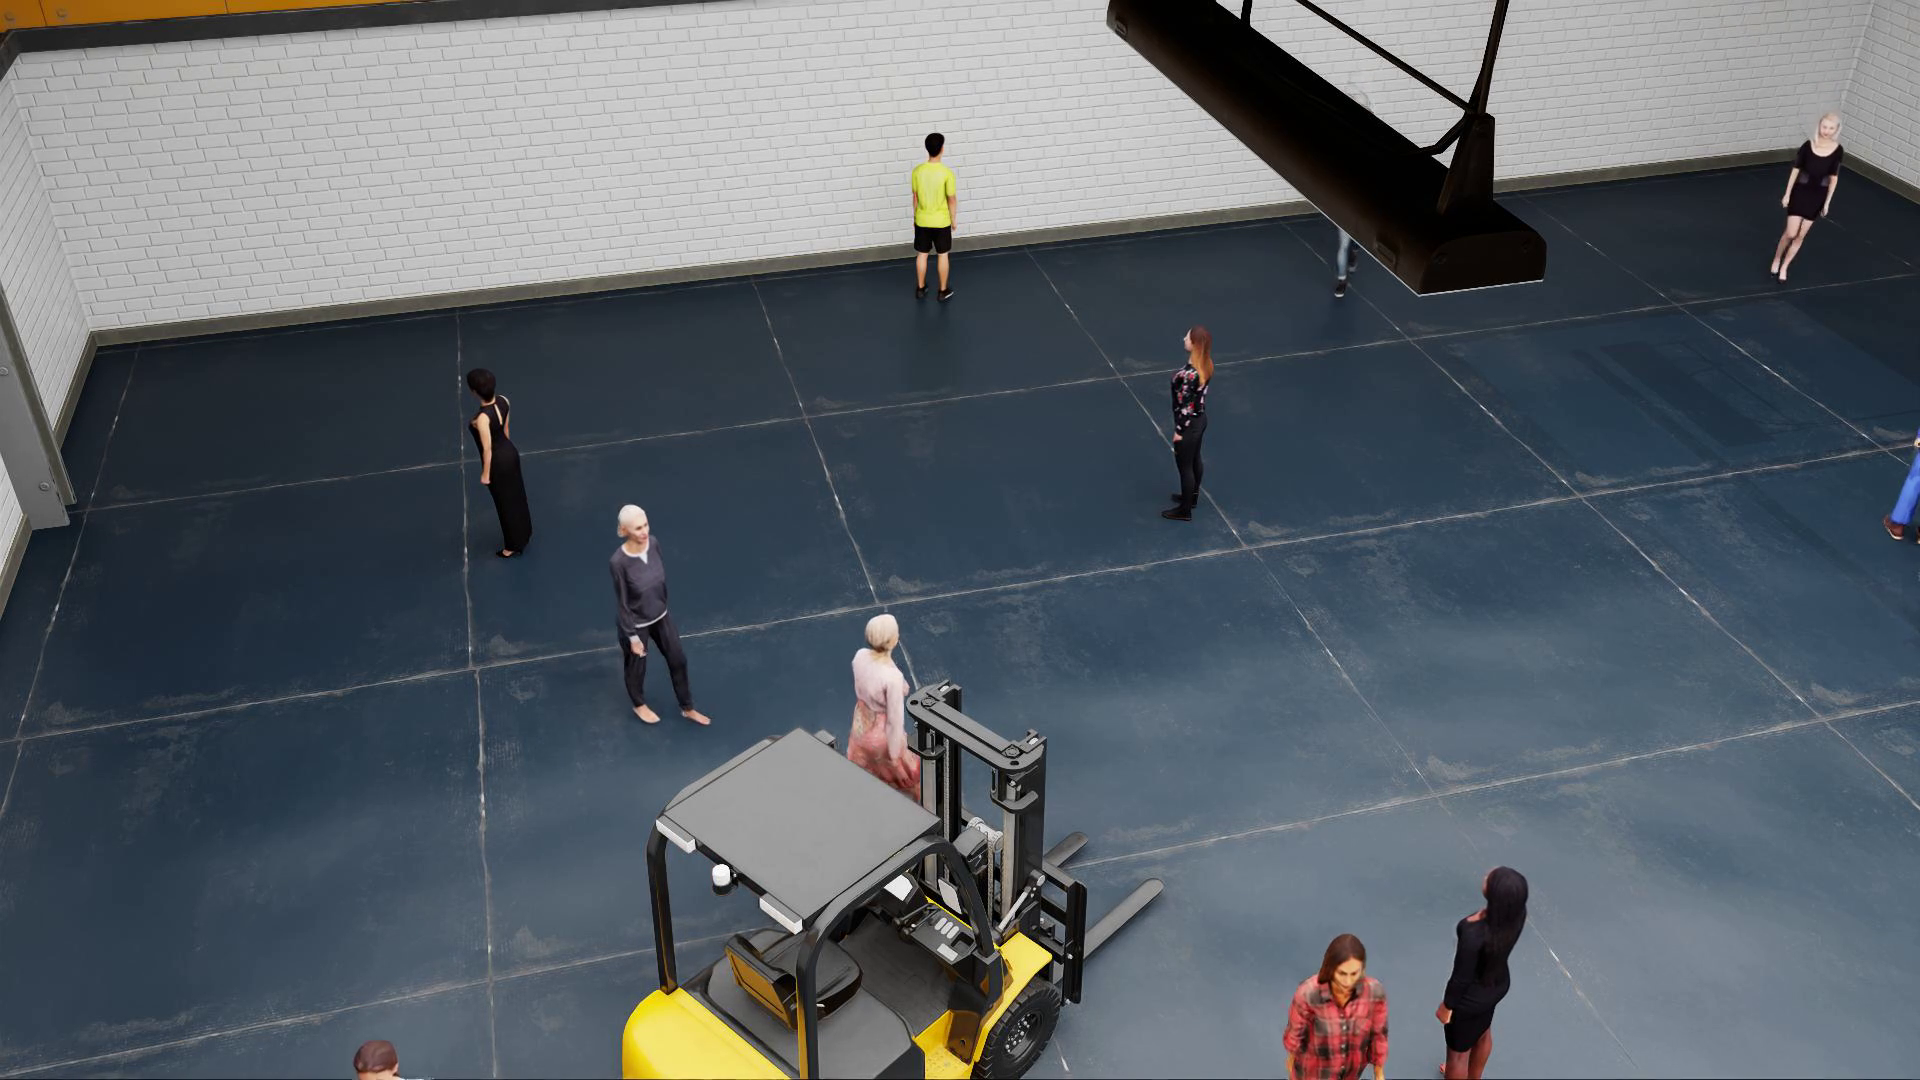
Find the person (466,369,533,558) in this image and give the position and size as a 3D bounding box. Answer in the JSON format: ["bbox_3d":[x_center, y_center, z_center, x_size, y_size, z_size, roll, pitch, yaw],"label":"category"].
[{"bbox_3d":[-3.526,-0.595,12.775,0.712,1.606,0.594,7,34,10],"label":"person"}]

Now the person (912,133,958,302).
[{"bbox_3d":[-0.270,-3.227,16.644,0.686,1.705,0.691,8,34,12],"label":"person"}]

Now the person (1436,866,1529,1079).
[{"bbox_3d":[2.590,2.269,8.361,0.686,1.720,0.674,-27,42,-34],"label":"person"}]

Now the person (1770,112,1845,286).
[{"bbox_3d":[8.619,-3.493,16.940,0.687,1.820,0.732,8,35,12],"label":"person"}]

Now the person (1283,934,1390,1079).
[{"bbox_3d":[1.788,2.484,8.093,0.723,1.661,1.114,-3,34,-5],"label":"person"}]

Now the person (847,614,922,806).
[{"bbox_3d":[-0.537,1.201,10.032,1.025,1.650,0.979,29,43,36],"label":"person"}]

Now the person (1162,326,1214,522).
[{"bbox_3d":[1.838,-0.938,13.220,0.709,1.684,0.629,14,36,20],"label":"person"}]

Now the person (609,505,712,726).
[{"bbox_3d":[-2.154,0.488,11.049,0.945,1.711,0.855,26,41,33],"label":"person"}]
